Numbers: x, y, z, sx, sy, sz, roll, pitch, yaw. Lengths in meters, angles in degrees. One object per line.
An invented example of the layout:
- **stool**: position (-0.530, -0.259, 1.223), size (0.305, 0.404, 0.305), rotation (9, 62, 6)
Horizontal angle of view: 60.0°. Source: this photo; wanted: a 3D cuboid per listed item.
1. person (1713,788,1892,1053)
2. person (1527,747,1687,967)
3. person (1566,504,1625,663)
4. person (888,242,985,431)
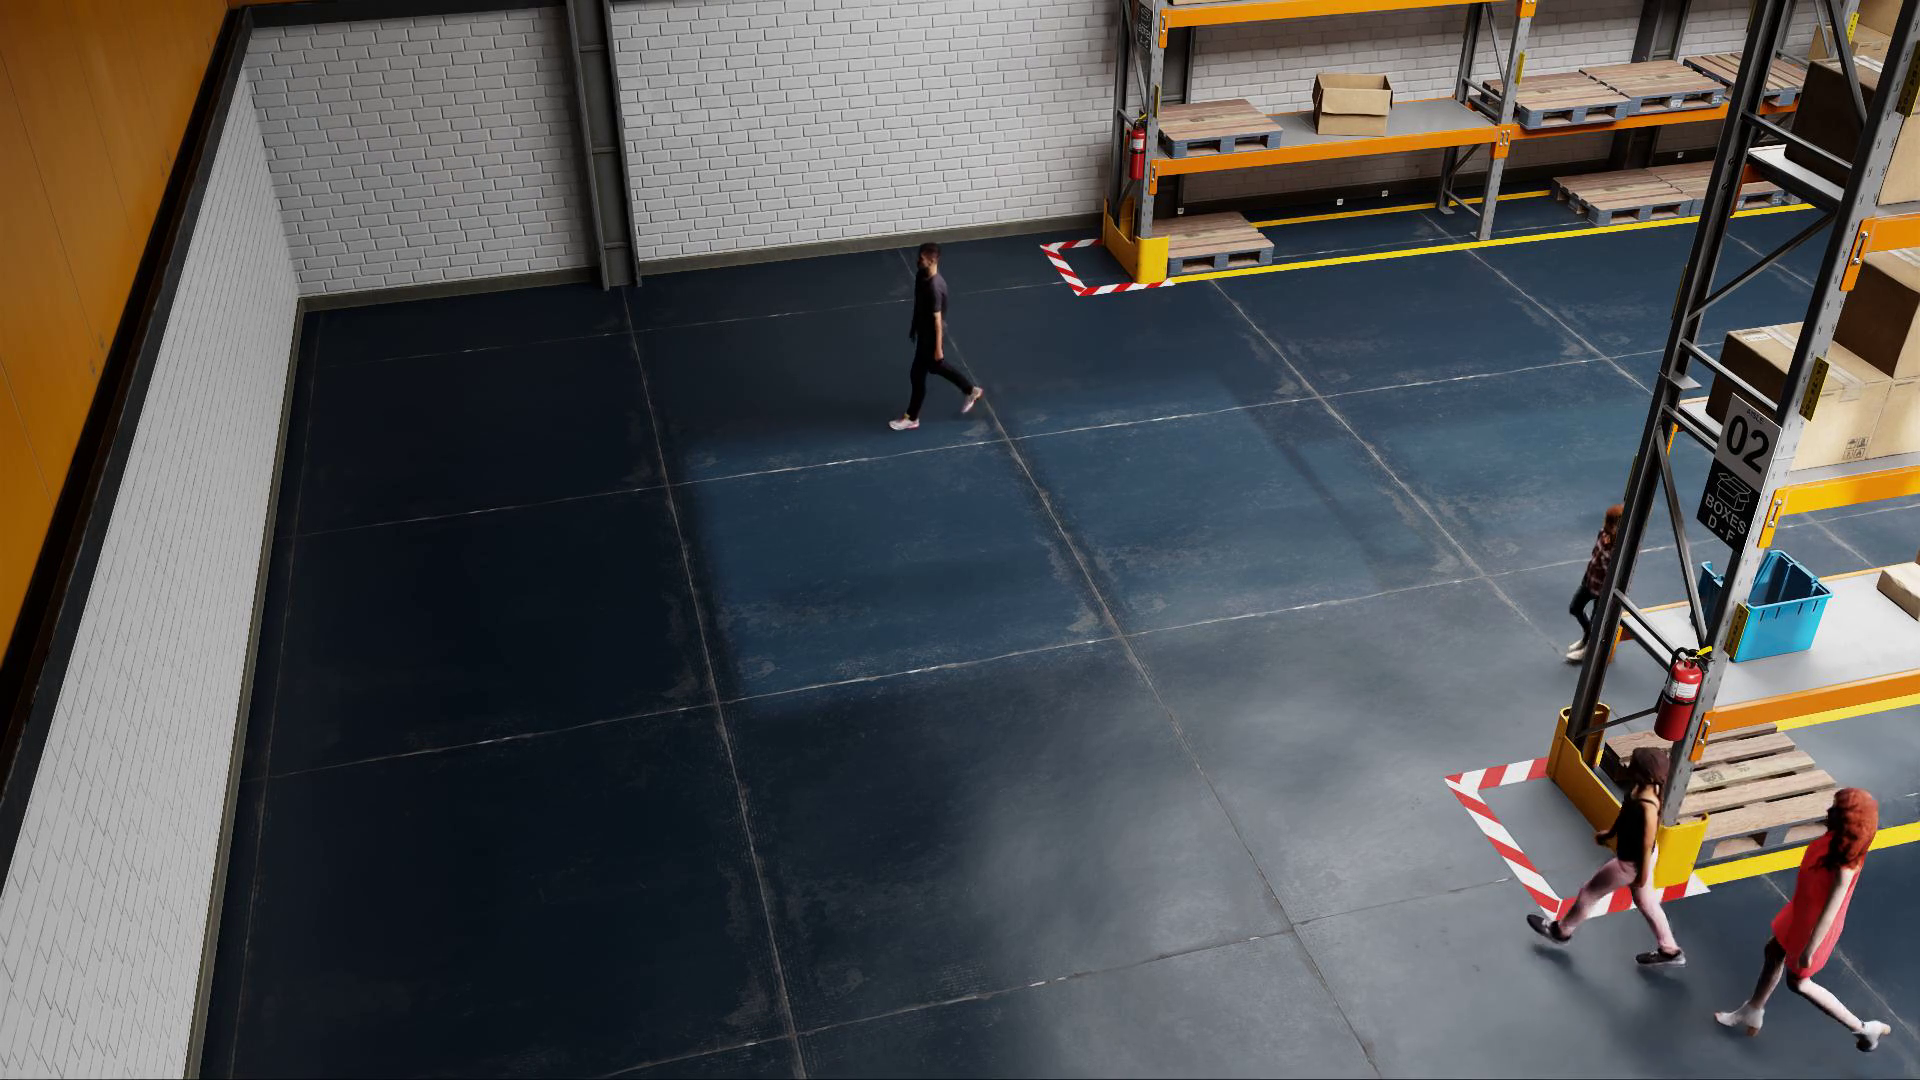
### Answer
- **person**: position (4.537, 2.041, 8.662), size (1.120, 1.806, 1.001), rotation (14, 36, 20)
- **person**: position (3.835, 1.803, 9.279), size (1.036, 1.520, 1.001), rotation (17, 37, 24)
- **person**: position (4.584, 0.304, 11.732), size (0.515, 1.300, 0.543), rotation (-6, 34, -10)
- **person**: position (-0.183, -1.774, 14.463), size (1.109, 1.739, 0.665), rotation (-8, 34, -11)
